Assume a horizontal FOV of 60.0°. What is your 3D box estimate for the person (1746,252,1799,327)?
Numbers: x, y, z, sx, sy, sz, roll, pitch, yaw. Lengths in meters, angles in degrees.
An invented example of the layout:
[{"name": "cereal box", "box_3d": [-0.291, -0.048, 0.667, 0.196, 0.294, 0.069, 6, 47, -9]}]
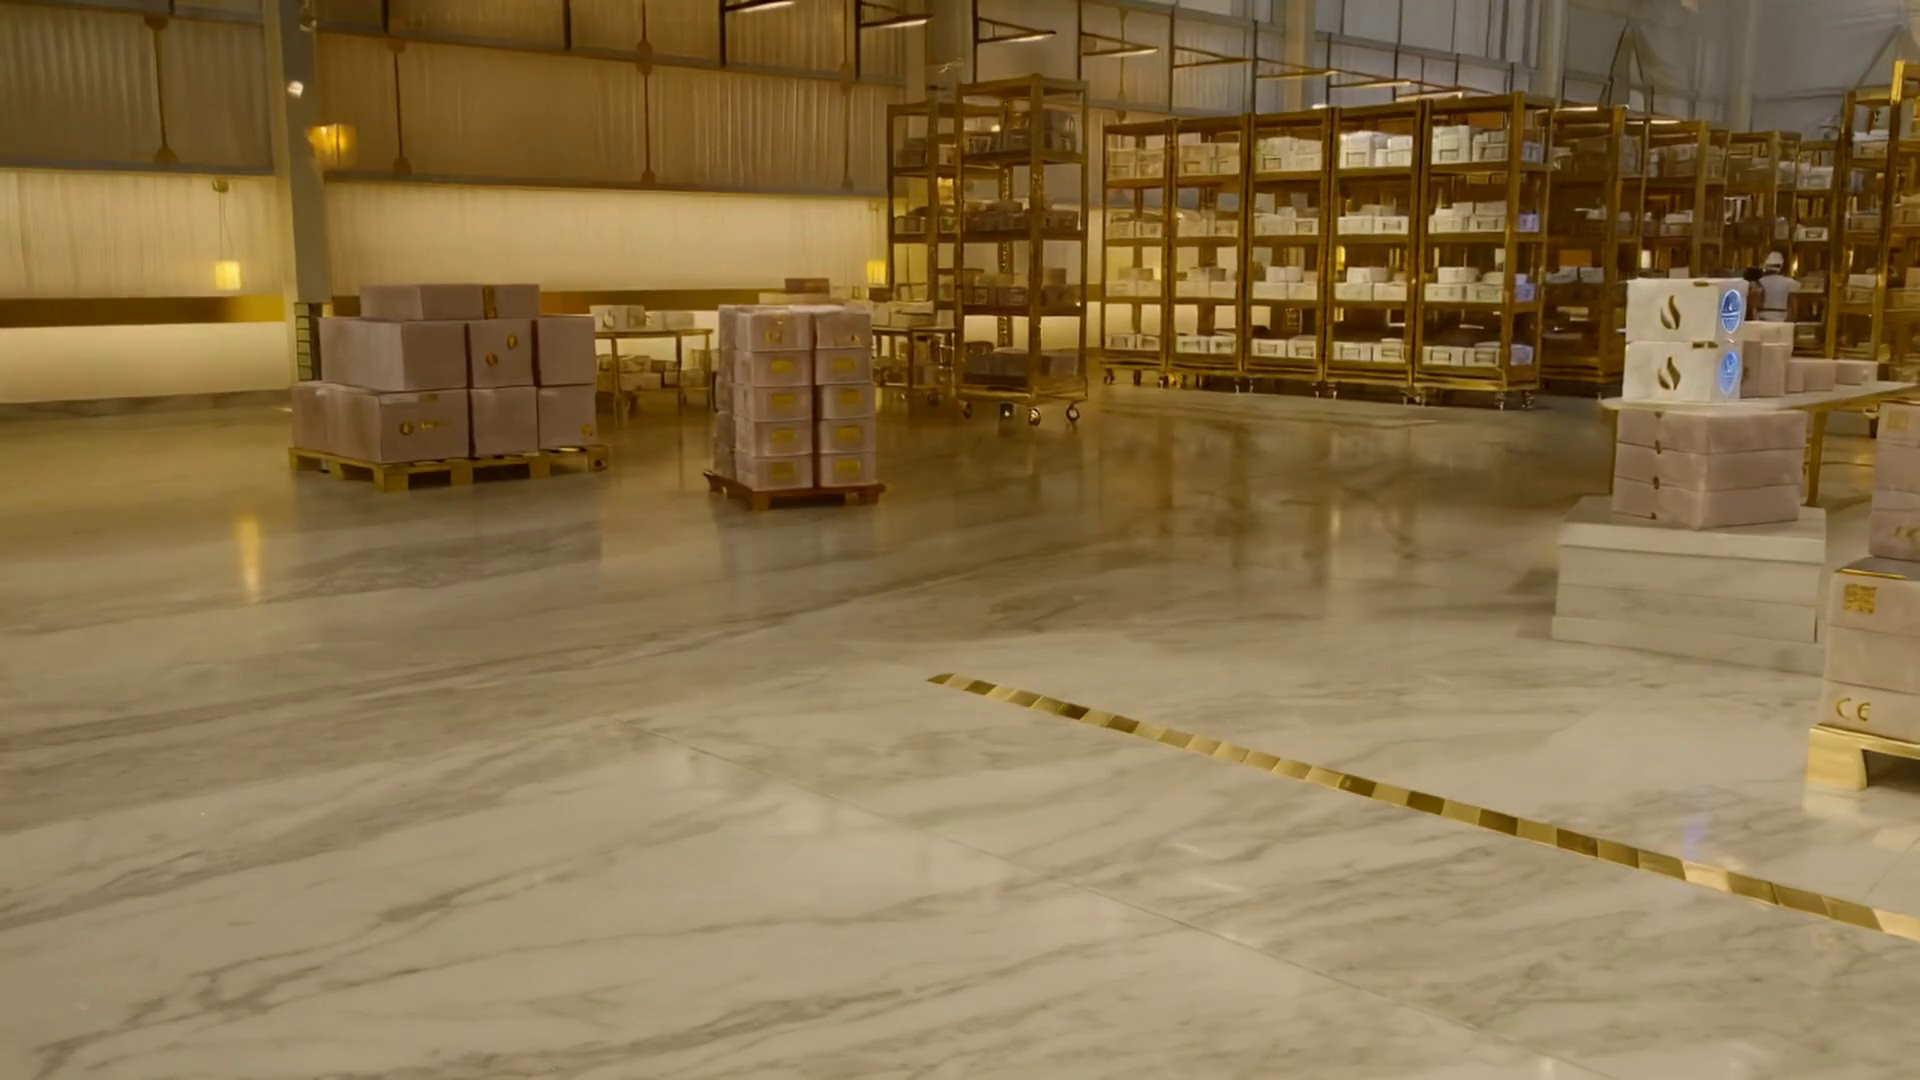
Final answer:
[{"name": "person", "box_3d": [9.931, -2.604, 20.403, 0.589, 1.837, 0.404, 1, 10, 8]}]
